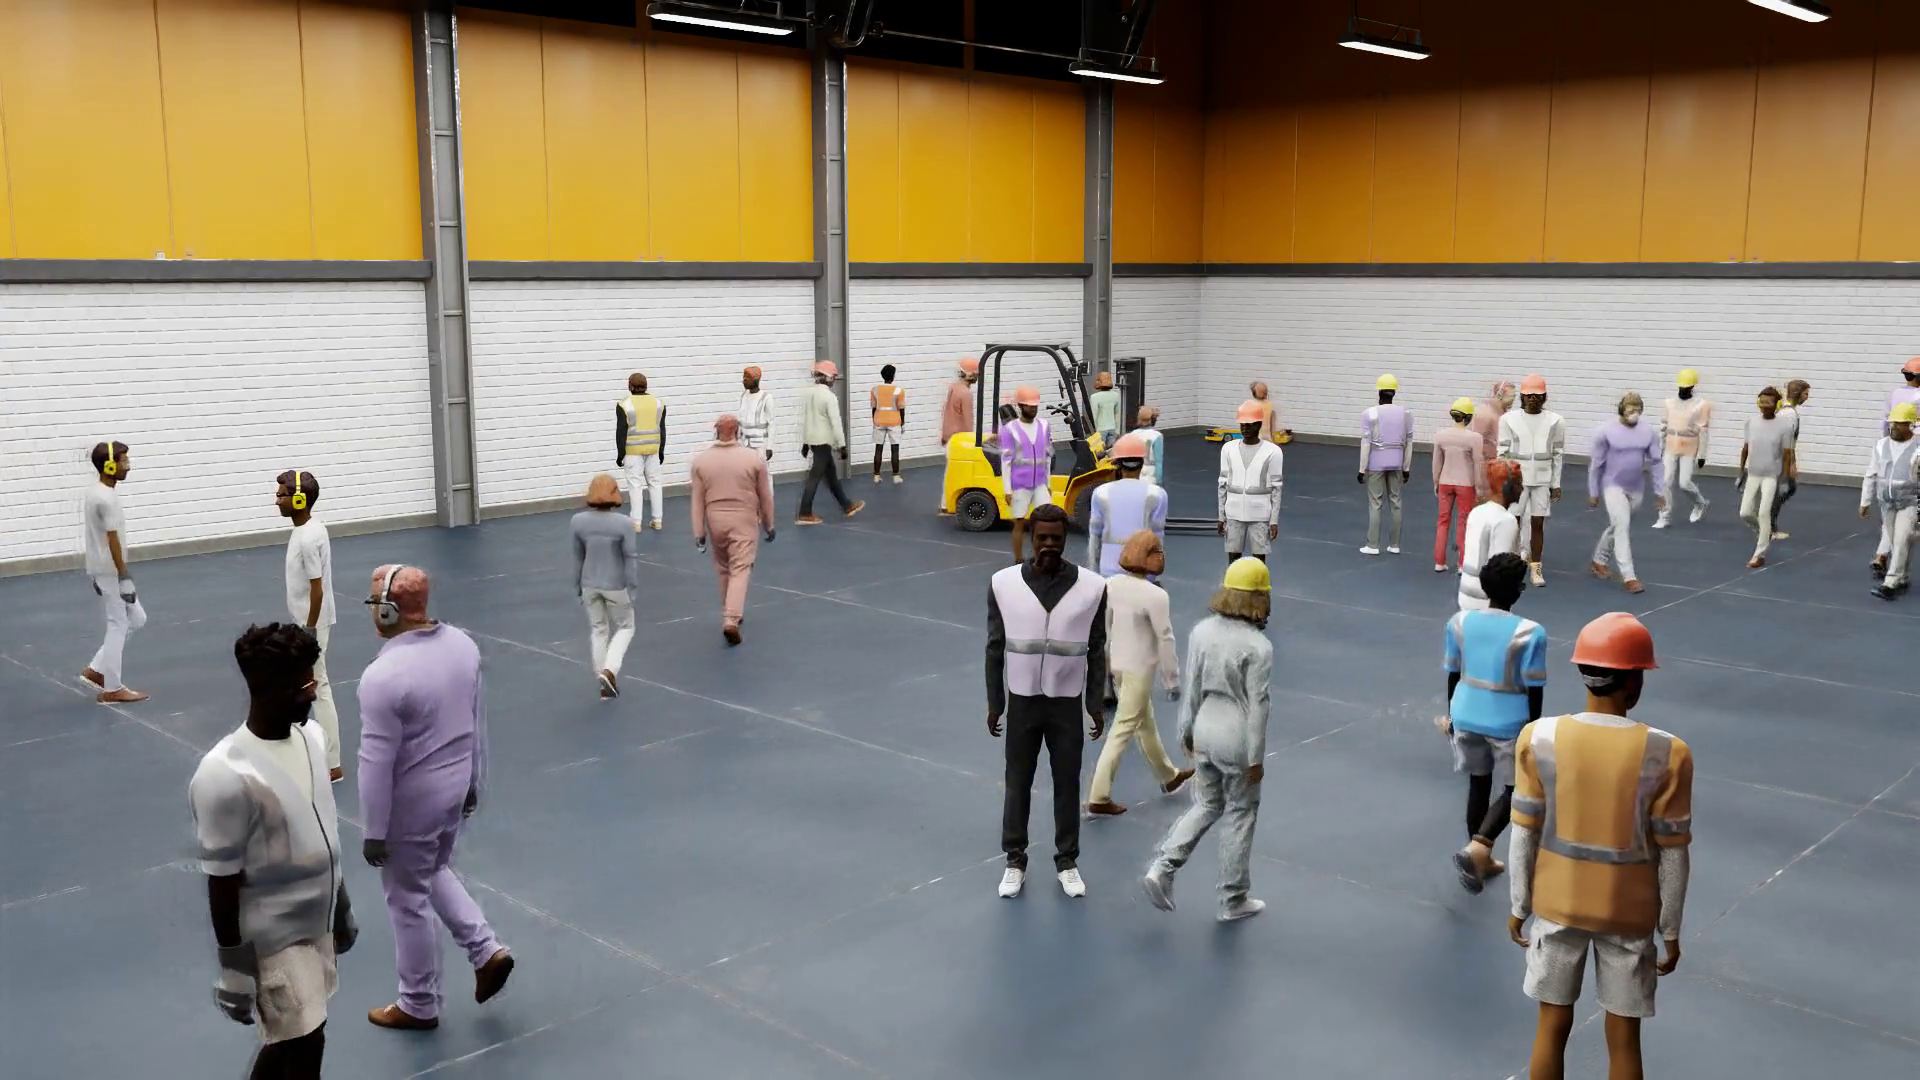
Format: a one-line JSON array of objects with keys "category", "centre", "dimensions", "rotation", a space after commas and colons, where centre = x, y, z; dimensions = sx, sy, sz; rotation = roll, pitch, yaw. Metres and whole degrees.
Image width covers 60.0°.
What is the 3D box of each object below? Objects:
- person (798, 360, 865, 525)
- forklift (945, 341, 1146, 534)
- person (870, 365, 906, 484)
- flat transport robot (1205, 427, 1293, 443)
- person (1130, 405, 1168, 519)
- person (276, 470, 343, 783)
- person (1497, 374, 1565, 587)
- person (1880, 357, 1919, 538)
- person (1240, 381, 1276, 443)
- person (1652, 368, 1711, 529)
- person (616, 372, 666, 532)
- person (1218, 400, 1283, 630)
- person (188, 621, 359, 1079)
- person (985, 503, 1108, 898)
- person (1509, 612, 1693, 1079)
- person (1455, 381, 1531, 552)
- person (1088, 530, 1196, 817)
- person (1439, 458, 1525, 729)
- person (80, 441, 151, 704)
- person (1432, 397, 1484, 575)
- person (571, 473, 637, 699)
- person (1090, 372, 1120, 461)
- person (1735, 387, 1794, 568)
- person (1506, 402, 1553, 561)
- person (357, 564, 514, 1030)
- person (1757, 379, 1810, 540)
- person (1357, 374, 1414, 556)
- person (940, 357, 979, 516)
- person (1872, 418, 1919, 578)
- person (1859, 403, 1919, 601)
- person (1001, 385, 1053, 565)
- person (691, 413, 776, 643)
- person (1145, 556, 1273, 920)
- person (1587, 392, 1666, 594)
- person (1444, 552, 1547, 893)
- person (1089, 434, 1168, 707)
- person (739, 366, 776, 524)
[{"category": "person", "centre": [-1.540, -1.169, 19.906], "dimensions": [1.037, 1.928, 0.663], "rotation": [-6, 11, -32]}, {"category": "forklift", "centre": [0.977, -1.223, 19.452], "dimensions": [2.313, 2.155, 1.214], "rotation": [2, 9, 11]}, {"category": "person", "centre": [-1.017, -1.631, 23.506], "dimensions": [0.530, 1.691, 0.321], "rotation": [3, 10, 16]}, {"category": "flat transport robot", "centre": [5.084, -1.860, 29.238], "dimensions": [1.431, 0.197, 0.652], "rotation": [3, 10, 19]}, {"category": "person", "centre": [1.939, -0.593, 17.328], "dimensions": [0.397, 1.620, 0.537], "rotation": [-6, 11, -35]}, {"category": "person", "centre": [-3.844, 0.516, 9.786], "dimensions": [0.329, 1.872, 0.508], "rotation": [-4, 10, -22]}, {"category": "person", "centre": [5.436, -0.566, 15.883], "dimensions": [0.615, 2.042, 0.375], "rotation": [2, 9, 10]}, {"category": "person", "centre": [10.761, -1.053, 18.869], "dimensions": [0.394, 2.044, 0.609], "rotation": [-2, 10, -14]}, {"category": "person", "centre": [3.768, -1.202, 21.055], "dimensions": [0.539, 1.623, 0.395], "rotation": [-5, 11, -29]}, {"category": "person", "centre": [8.463, -1.064, 19.399], "dimensions": [0.650, 1.898, 0.619], "rotation": [-6, 11, -34]}, {"category": "person", "centre": [-3.705, -1.016, 19.264], "dimensions": [0.624, 1.844, 0.430], "rotation": [-7, 12, -37]}, {"category": "person", "centre": [2.427, -0.208, 14.013], "dimensions": [0.542, 1.939, 0.359], "rotation": [4, 10, 24]}, {"category": "person", "centre": [-2.161, 1.206, 5.341], "dimensions": [0.662, 1.959, 0.647], "rotation": [1, 9, 9]}, {"category": "person", "centre": [0.417, 0.770, 8.068], "dimensions": [0.591, 1.922, 0.392], "rotation": [0, 9, -1]}, {"category": "person", "centre": [2.079, 1.192, 5.442], "dimensions": [0.549, 1.932, 0.375], "rotation": [5, 10, 28]}, {"category": "person", "centre": [5.681, -0.748, 17.570], "dimensions": [0.901, 1.853, 0.671], "rotation": [6, 11, 34]}, {"category": "person", "centre": [1.045, 0.731, 9.287], "dimensions": [0.856, 1.585, 0.524], "rotation": [-5, 11, -30]}, {"category": "person", "centre": [3.280, 0.428, 10.312], "dimensions": [0.445, 1.869, 0.617], "rotation": [-1, 9, -3]}, {"category": "person", "centre": [-5.870, 0.236, 11.577], "dimensions": [0.380, 1.851, 0.521], "rotation": [-5, 11, -28]}, {"category": "person", "centre": [4.958, -0.534, 16.541], "dimensions": [0.533, 1.767, 0.312], "rotation": [9, 13, 42]}, {"category": "person", "centre": [-2.491, 0.341, 11.617], "dimensions": [0.504, 1.620, 0.430], "rotation": [2, 9, 11]}, {"category": "person", "centre": [1.966, -1.480, 22.746], "dimensions": [0.501, 1.633, 0.279], "rotation": [-7, 11, -35]}, {"category": "person", "centre": [8.210, -0.649, 16.973], "dimensions": [0.543, 1.856, 0.544], "rotation": [-7, 12, -39]}, {"category": "person", "centre": [5.764, -0.611, 16.852], "dimensions": [0.641, 1.817, 0.546], "rotation": [7, 11, 35]}, {"category": "person", "centre": [-2.117, 1.026, 6.571], "dimensions": [0.485, 1.892, 0.669], "rotation": [3, 10, 18]}, {"category": "person", "centre": [9.185, -0.887, 18.541], "dimensions": [0.400, 1.818, 0.555], "rotation": [3, 10, 15]}, {"category": "person", "centre": [4.498, -0.795, 17.644], "dimensions": [0.594, 1.925, 0.369], "rotation": [-2, 9, -12]}, {"category": "person", "centre": [0.029, -1.263, 20.414], "dimensions": [0.637, 1.957, 0.654], "rotation": [-2, 10, -15]}, {"category": "person", "centre": [9.377, -0.542, 16.210], "dimensions": [0.990, 1.896, 0.613], "rotation": [-4, 10, -25]}, {"category": "person", "centre": [8.592, -0.349, 15.275], "dimensions": [0.850, 1.803, 0.627], "rotation": [-5, 11, -30]}, {"category": "person", "centre": [0.690, -0.534, 16.057], "dimensions": [0.586, 1.917, 0.623], "rotation": [-4, 10, -25]}, {"category": "person", "centre": [-1.876, -0.115, 13.682], "dimensions": [0.641, 1.864, 0.973], "rotation": [2, 9, 10]}, {"category": "person", "centre": [1.178, 0.935, 7.669], "dimensions": [0.612, 1.717, 0.508], "rotation": [-7, 12, -36]}, {"category": "person", "centre": [6.323, -0.483, 15.874], "dimensions": [0.651, 1.895, 1.036], "rotation": [-1, 9, -6]}, {"category": "person", "centre": [2.552, 0.895, 8.047], "dimensions": [0.567, 1.685, 0.537], "rotation": [-9, 13, -43]}, {"category": "person", "centre": [1.158, 0.210, 11.633], "dimensions": [0.553, 1.893, 0.950], "rotation": [2, 10, 14]}, {"category": "person", "centre": [-2.437, -1.135, 19.870], "dimensions": [0.577, 1.881, 0.349], "rotation": [8, 12, 42]}]
